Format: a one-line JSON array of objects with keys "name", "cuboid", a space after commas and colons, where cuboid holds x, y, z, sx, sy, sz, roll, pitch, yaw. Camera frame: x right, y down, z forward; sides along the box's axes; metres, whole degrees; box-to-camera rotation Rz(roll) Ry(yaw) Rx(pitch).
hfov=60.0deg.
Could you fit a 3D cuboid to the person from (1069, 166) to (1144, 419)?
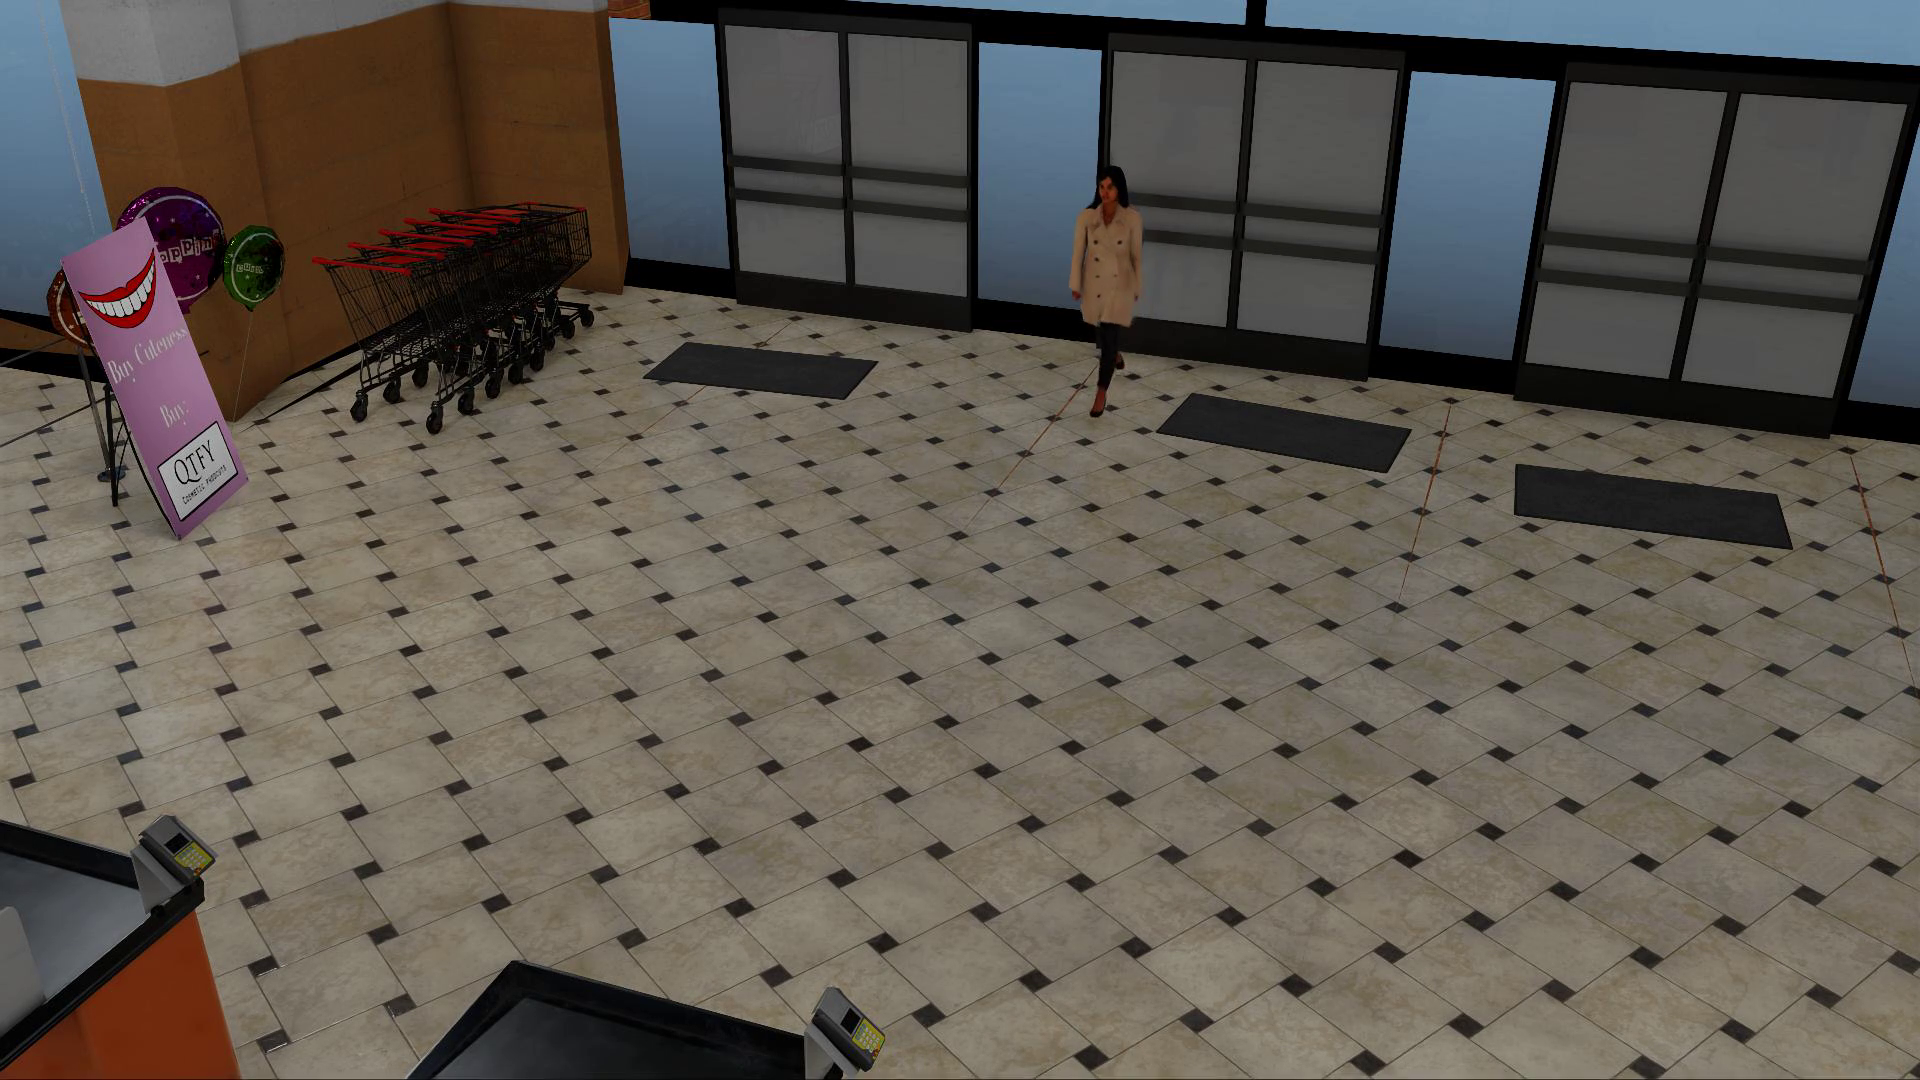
[{"name": "person", "cuboid": [1.017, -1.698, 11.169, 0.694, 1.642, 1.108, 7, 28, 13]}]
